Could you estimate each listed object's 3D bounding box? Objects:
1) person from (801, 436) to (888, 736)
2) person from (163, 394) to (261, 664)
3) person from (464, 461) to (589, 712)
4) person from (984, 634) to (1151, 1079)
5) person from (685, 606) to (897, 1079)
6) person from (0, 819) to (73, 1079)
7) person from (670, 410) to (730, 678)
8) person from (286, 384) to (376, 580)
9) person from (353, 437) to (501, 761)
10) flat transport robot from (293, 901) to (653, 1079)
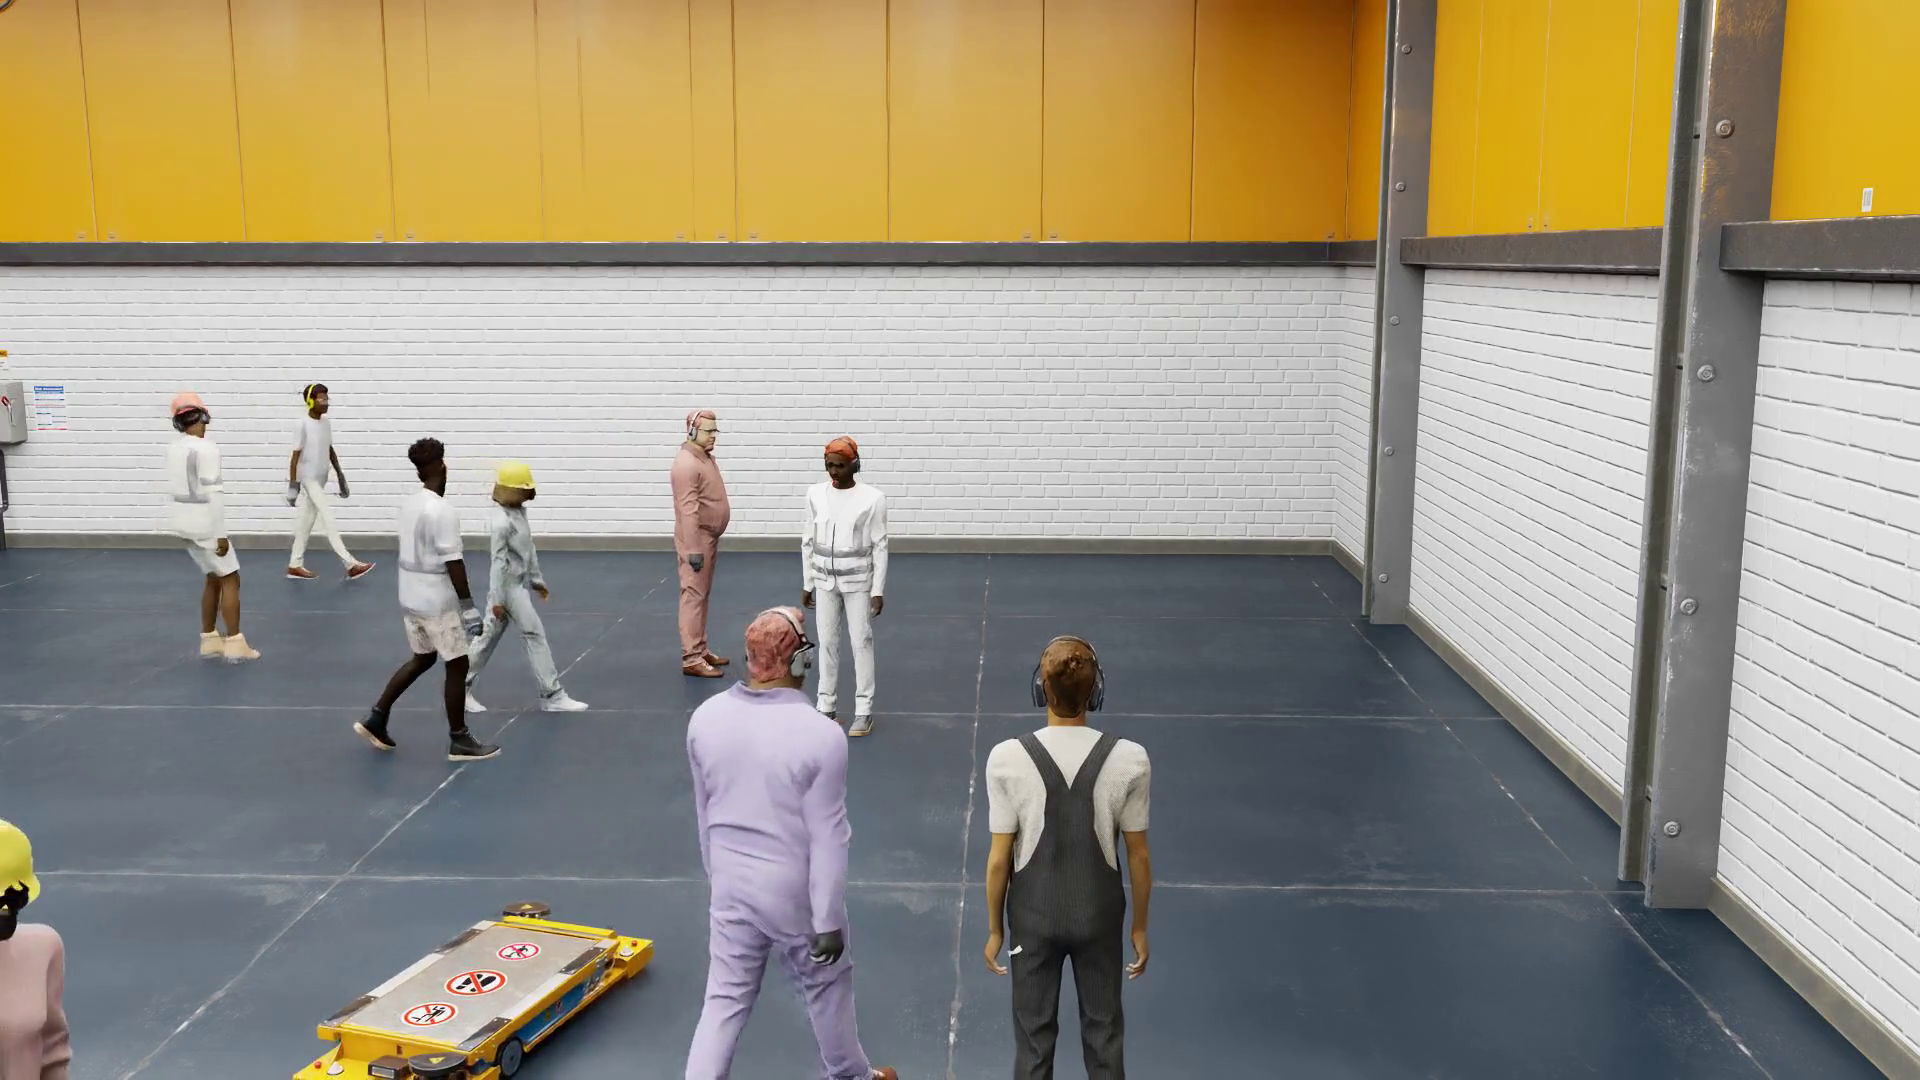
[{"bbox_3d":[-0.732,0.286,10.414,0.572,1.887,0.356,4,10,20],"label":"person"},{"bbox_3d":[-5.556,-0.074,12.263,0.693,1.984,0.412,8,12,38],"label":"person"},{"bbox_3d":[-2.951,0.315,10.830,0.912,1.690,0.486,-1,10,-7],"label":"person"},{"bbox_3d":[0.332,1.203,5.166,0.517,1.843,0.325,0,10,0],"label":"person"},{"bbox_3d":[-0.612,1.135,5.546,0.658,1.860,0.970,5,11,28],"label":"person"},{"bbox_3d":[-2.351,1.474,3.903,0.548,1.736,0.535,3,10,18],"label":"person"},{"bbox_3d":[-1.846,0.019,11.939,0.401,1.904,0.641,0,10,2],"label":"person"},{"bbox_3d":[-5.840,-0.519,15.326,0.981,1.813,0.553,1,10,8],"label":"person"},{"bbox_3d":[-3.167,0.372,9.800,0.687,1.943,0.725,-7,12,-34],"label":"person"},{"bbox_3d":[-1.830,1.770,6.448,0.652,0.197,1.431,3,10,18],"label":"flat transport robot"}]
